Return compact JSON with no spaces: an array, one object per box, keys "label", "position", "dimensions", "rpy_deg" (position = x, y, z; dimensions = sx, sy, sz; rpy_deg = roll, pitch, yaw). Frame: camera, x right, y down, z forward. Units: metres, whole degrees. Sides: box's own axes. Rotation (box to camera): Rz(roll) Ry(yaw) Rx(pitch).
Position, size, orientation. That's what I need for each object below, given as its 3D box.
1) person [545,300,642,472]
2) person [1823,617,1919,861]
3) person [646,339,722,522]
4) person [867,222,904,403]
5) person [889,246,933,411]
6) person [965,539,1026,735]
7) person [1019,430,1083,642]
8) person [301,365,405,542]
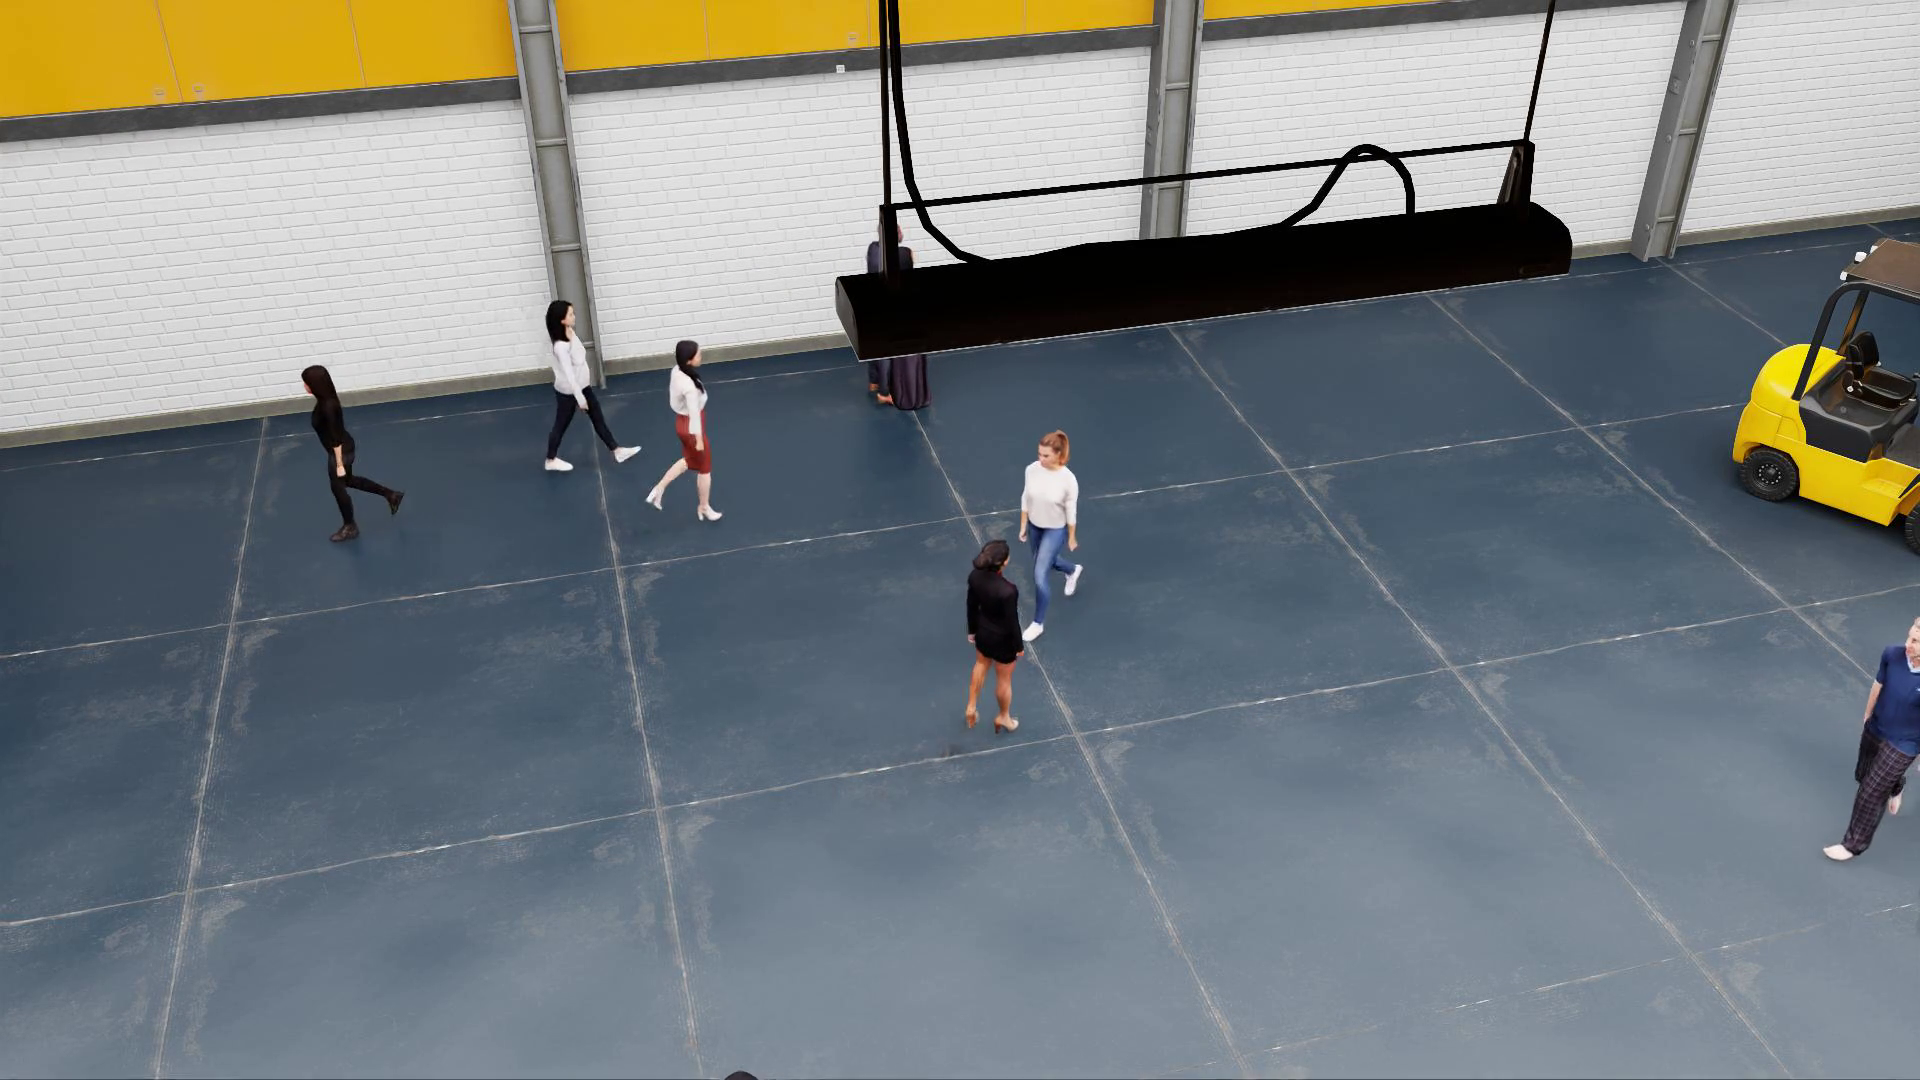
[{"label":"person","position":[-3.482,-1.302,14.548],"dimensions":[1.153,1.652,0.802],"rpy_deg":[-2,34,-2]},{"label":"person","position":[6.013,1.229,10.568],"dimensions":[1.029,1.843,0.761],"rpy_deg":[-15,36,-21]},{"label":"person","position":[-2.298,-0.859,13.806],"dimensions":[0.876,1.736,0.666],"rpy_deg":[-15,36,-21]},{"label":"person","position":[-0.729,-2.174,15.715],"dimensions":[0.589,1.813,0.677],"rpy_deg":[-8,34,-12]},{"label":"person","position":[-0.512,-2.014,15.654],"dimensions":[0.677,1.615,0.670],"rpy_deg":[-19,38,-26]},{"label":"person","position":[0.220,0.709,11.533],"dimensions":[0.697,1.641,0.745],"rpy_deg":[29,43,36]},{"label":"person","position":[0.718,-0.107,12.716],"dimensions":[0.985,1.690,1.174],"rpy_deg":[26,42,34]},{"label":"person","position":[-5.029,-0.731,13.714],"dimensions":[0.900,1.624,0.614],"rpy_deg":[-12,35,-17]}]
